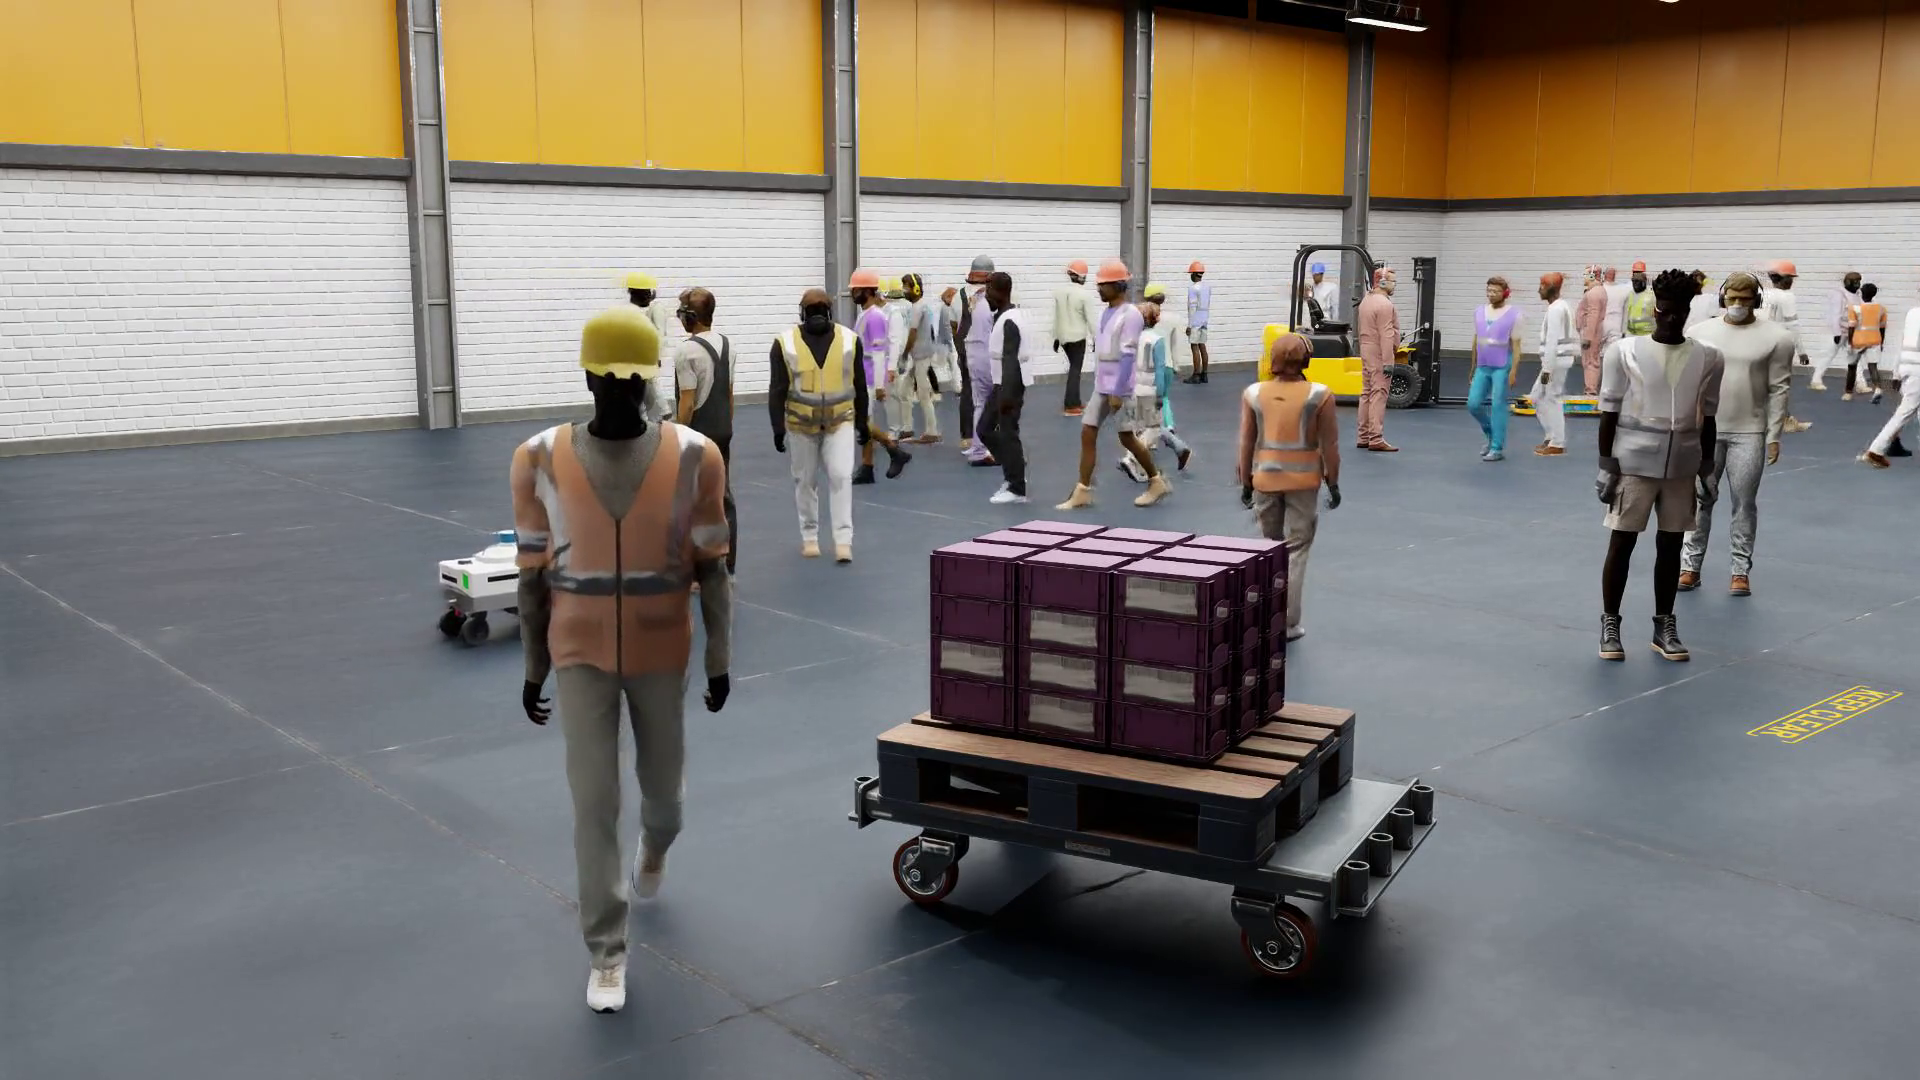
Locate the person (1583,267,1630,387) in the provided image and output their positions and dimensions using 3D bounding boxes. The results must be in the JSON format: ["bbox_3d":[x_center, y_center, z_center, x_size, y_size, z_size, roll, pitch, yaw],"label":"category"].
[{"bbox_3d":[9.865,-3.225,25.324,0.650,1.865,0.978,-1,10,-3],"label":"person"}]

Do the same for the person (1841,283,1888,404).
[{"bbox_3d":[12.516,-2.713,22.935,0.538,1.667,0.835,1,10,6],"label":"person"}]

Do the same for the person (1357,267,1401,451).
[{"bbox_3d":[4.384,-1.879,17.337,0.404,1.904,0.652,-1,10,-8],"label":"person"}]

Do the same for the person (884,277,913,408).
[{"bbox_3d":[-0.835,-2.617,22.125,0.487,1.746,0.288,-1,10,-4],"label":"person"}]

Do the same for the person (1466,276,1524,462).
[{"bbox_3d":[5.274,-1.683,16.410,0.443,1.826,0.595,-7,12,-34],"label":"person"}]

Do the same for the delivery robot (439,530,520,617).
[{"bbox_3d":[-2.399,0.191,8.889,0.707,0.478,0.477,-8,13,-40],"label":"delivery robot"}]

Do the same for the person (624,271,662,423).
[{"bbox_3d":[-3.213,-1.664,16.138,0.949,1.893,0.608,-5,11,-29],"label":"person"}]

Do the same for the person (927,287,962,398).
[{"bbox_3d":[-0.200,-2.781,23.539,0.736,1.586,0.567,1,10,4],"label":"person"}]

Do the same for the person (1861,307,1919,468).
[{"bbox_3d":[9.088,-1.579,15.815,0.972,1.835,0.597,0,10,-1],"label":"person"}]

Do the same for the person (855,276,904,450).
[{"bbox_3d":[-0.856,-1.824,17.260,0.611,1.807,0.598,9,13,41],"label":"person"}]

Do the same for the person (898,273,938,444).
[{"bbox_3d":[-0.546,-1.932,17.886,0.703,1.831,0.491,-1,10,-3],"label":"person"}]

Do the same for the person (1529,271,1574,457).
[{"bbox_3d":[5.946,-1.765,16.772,0.456,1.866,0.609,4,10,21],"label":"person"}]

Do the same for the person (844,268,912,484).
[{"bbox_3d":[-0.768,-1.436,14.698,0.515,1.922,0.551,-2,10,-11],"label":"person"}]

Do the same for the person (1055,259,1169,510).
[{"bbox_3d":[1.266,-1.220,13.278,0.967,2.018,0.614,-5,11,-26],"label":"person"}]

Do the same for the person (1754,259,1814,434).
[{"bbox_3d":[9.148,-2.144,18.680,1.070,1.989,0.628,0,10,-2],"label":"person"}]

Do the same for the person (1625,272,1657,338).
[{"bbox_3d":[10.541,-3.217,25.537,0.794,1.801,0.638,-6,11,-30],"label":"person"}]

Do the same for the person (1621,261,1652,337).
[{"bbox_3d":[11.418,-3.736,28.112,0.548,1.937,0.379,4,10,22],"label":"person"}]

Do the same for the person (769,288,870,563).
[{"bbox_3d":[-0.913,-0.738,10.948,0.664,1.805,0.852,-2,10,-10],"label":"person"}]

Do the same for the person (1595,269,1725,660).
[{"bbox_3d":[3.491,-0.366,8.324,0.600,1.958,0.379,1,10,4],"label":"person"}]

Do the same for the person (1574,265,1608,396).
[{"bbox_3d":[8.522,-2.767,22.533,0.409,1.907,0.651,5,11,26],"label":"person"}]

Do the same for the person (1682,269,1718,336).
[{"bbox_3d":[9.572,-2.583,21.617,0.510,1.858,0.608,7,12,36],"label":"person"}]

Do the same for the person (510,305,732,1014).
[{"bbox_3d":[-0.946,0.283,4.723,0.590,1.903,0.794,-2,10,-10],"label":"person"}]

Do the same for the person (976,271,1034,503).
[{"bbox_3d":[0.364,-1.241,13.611,0.469,1.897,0.626,-1,10,-5],"label":"person"}]

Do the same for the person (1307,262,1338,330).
[{"bbox_3d":[5.639,-3.449,26.494,0.639,1.912,0.853,7,12,37],"label":"person"}]

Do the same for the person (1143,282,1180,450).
[{"bbox_3d":[2.038,-1.804,17.314,0.548,1.752,0.404,-4,10,-20],"label":"person"}]

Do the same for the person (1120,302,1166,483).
[{"bbox_3d":[1.586,-1.286,14.694,0.477,1.624,0.509,-8,12,-39],"label":"person"}]

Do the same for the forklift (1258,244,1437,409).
[{"bbox_3d":[5.256,-2.933,22.661,2.313,2.155,1.214,3,10,16],"label":"forklift"}]

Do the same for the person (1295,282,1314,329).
[{"bbox_3d":[5.285,-3.189,25.832,0.514,1.616,0.574,-7,12,-37],"label":"person"}]

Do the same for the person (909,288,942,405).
[{"bbox_3d":[-0.554,-2.674,22.730,0.753,1.648,0.542,-5,11,-26],"label":"person"}]

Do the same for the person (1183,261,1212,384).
[{"bbox_3d":[3.752,-3.449,26.438,0.373,1.934,0.551,8,13,40],"label":"person"}]

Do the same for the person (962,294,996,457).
[{"bbox_3d":[0.212,-1.643,16.727,0.315,1.641,0.515,-3,10,-16],"label":"person"}]

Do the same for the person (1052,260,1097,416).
[{"bbox_3d":[1.544,-2.571,21.197,0.754,1.965,0.649,-9,13,-41],"label":"person"}]

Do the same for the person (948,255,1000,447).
[{"bbox_3d":[0.254,-1.980,17.529,0.688,2.000,0.539,8,13,40],"label":"person"}]

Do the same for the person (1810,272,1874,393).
[{"bbox_3d":[13.222,-3.110,24.904,0.645,1.794,0.969,-4,10,-22],"label":"person"}]

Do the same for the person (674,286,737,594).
[{"bbox_3d":[-1.543,-0.594,9.989,0.345,1.846,0.505,5,11,28],"label":"person"}]

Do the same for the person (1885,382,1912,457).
[{"bbox_3d":[9.817,-1.762,16.756,1.011,1.871,0.540,-2,10,-13],"label":"person"}]

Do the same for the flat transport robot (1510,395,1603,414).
[{"bbox_3d":[7.793,-1.720,21.184,1.431,0.197,0.652,2,10,13],"label":"flat transport robot"}]

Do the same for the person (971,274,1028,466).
[{"bbox_3d":[0.383,-1.634,16.007,0.658,1.867,0.724,-4,11,-24],"label":"person"}]

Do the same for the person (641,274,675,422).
[{"bbox_3d":[-3.660,-2.229,19.683,0.523,1.838,0.600,-5,11,-26],"label":"person"}]

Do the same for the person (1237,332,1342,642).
[{"bbox_3d":[1.738,-0.276,8.790,0.524,1.626,0.396,6,11,31],"label":"person"}]

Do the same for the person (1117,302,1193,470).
[{"bbox_3d":[1.825,-1.412,15.476,0.669,1.607,0.525,3,10,15],"label":"person"}]

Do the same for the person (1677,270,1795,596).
[{"bbox_3d":[4.610,-0.636,9.967,0.630,1.938,0.373,6,11,31],"label":"person"}]
